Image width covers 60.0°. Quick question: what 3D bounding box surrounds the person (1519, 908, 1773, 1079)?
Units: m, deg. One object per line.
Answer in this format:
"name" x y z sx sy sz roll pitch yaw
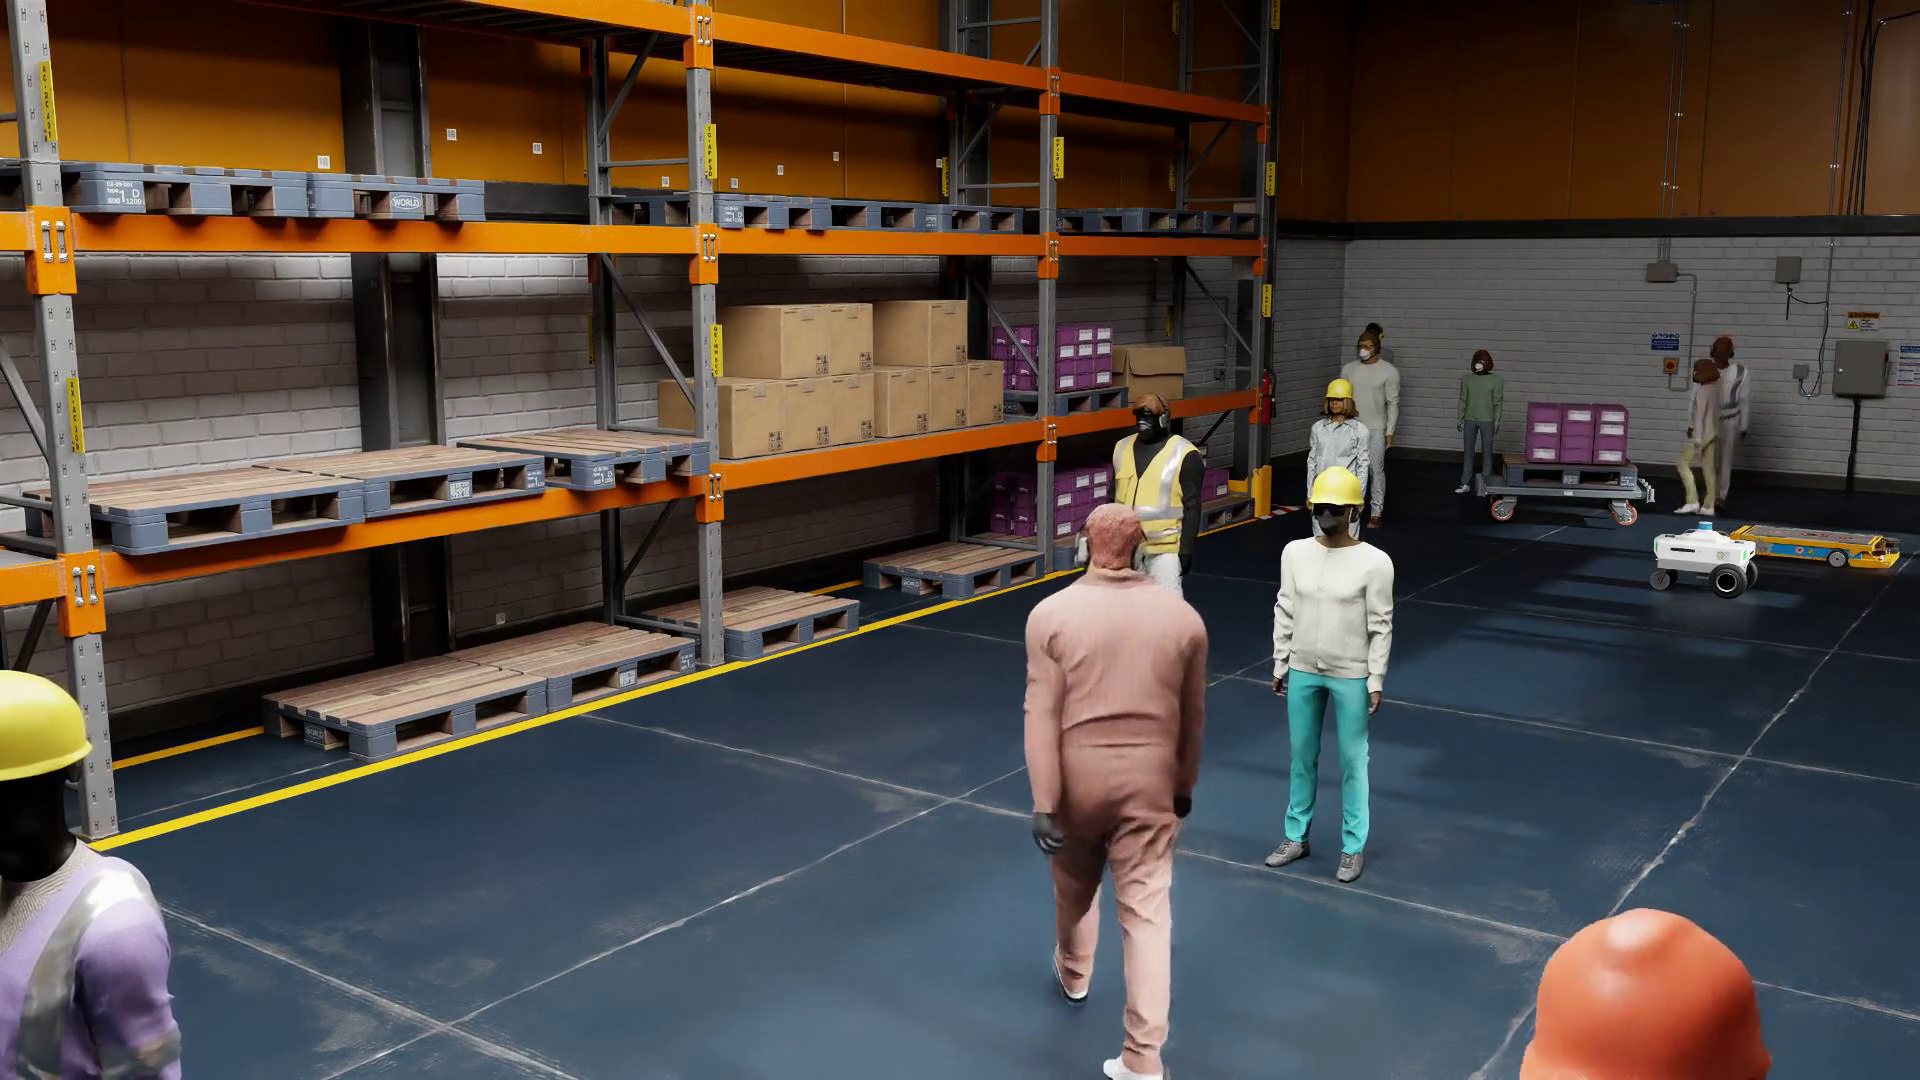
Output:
"person" 0.755 1.352 1.945 0.556 1.929 0.401 7 12 38

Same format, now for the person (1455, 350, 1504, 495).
"person" 5.850 -1.326 18.747 0.500 1.633 0.279 7 12 35

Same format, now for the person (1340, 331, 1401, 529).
"person" 4.006 -1.085 16.404 0.630 1.940 0.372 7 12 35

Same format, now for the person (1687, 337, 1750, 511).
"person" 8.043 -1.233 17.663 0.584 1.826 0.964 6 11 32

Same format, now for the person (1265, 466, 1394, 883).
"person" 1.572 0.564 7.087 0.526 1.772 0.308 7 12 35

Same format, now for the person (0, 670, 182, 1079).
"person" -1.618 1.172 2.995 0.588 1.927 0.370 7 12 35

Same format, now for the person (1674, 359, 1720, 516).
"person" 7.634 -1.057 17.175 0.517 1.616 0.484 -9 13 -42

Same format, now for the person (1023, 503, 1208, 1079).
"person" 0.513 0.808 5.503 0.648 1.823 1.077 -1 10 -8

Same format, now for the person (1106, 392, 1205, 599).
"person" 1.144 0.030 10.052 0.625 1.844 0.429 7 12 35

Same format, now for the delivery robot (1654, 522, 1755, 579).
"delivery robot" 5.899 0.097 13.198 0.707 0.478 0.477 7 12 35

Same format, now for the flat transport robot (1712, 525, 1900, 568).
"flat transport robot" 7.424 0.044 14.640 1.431 0.197 0.652 7 12 35

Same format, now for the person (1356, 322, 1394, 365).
"person" 5.092 -1.752 20.579 0.515 1.872 0.328 7 12 35

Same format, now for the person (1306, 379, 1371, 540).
"person" 2.839 -0.345 12.572 0.487 1.746 0.289 7 12 35
